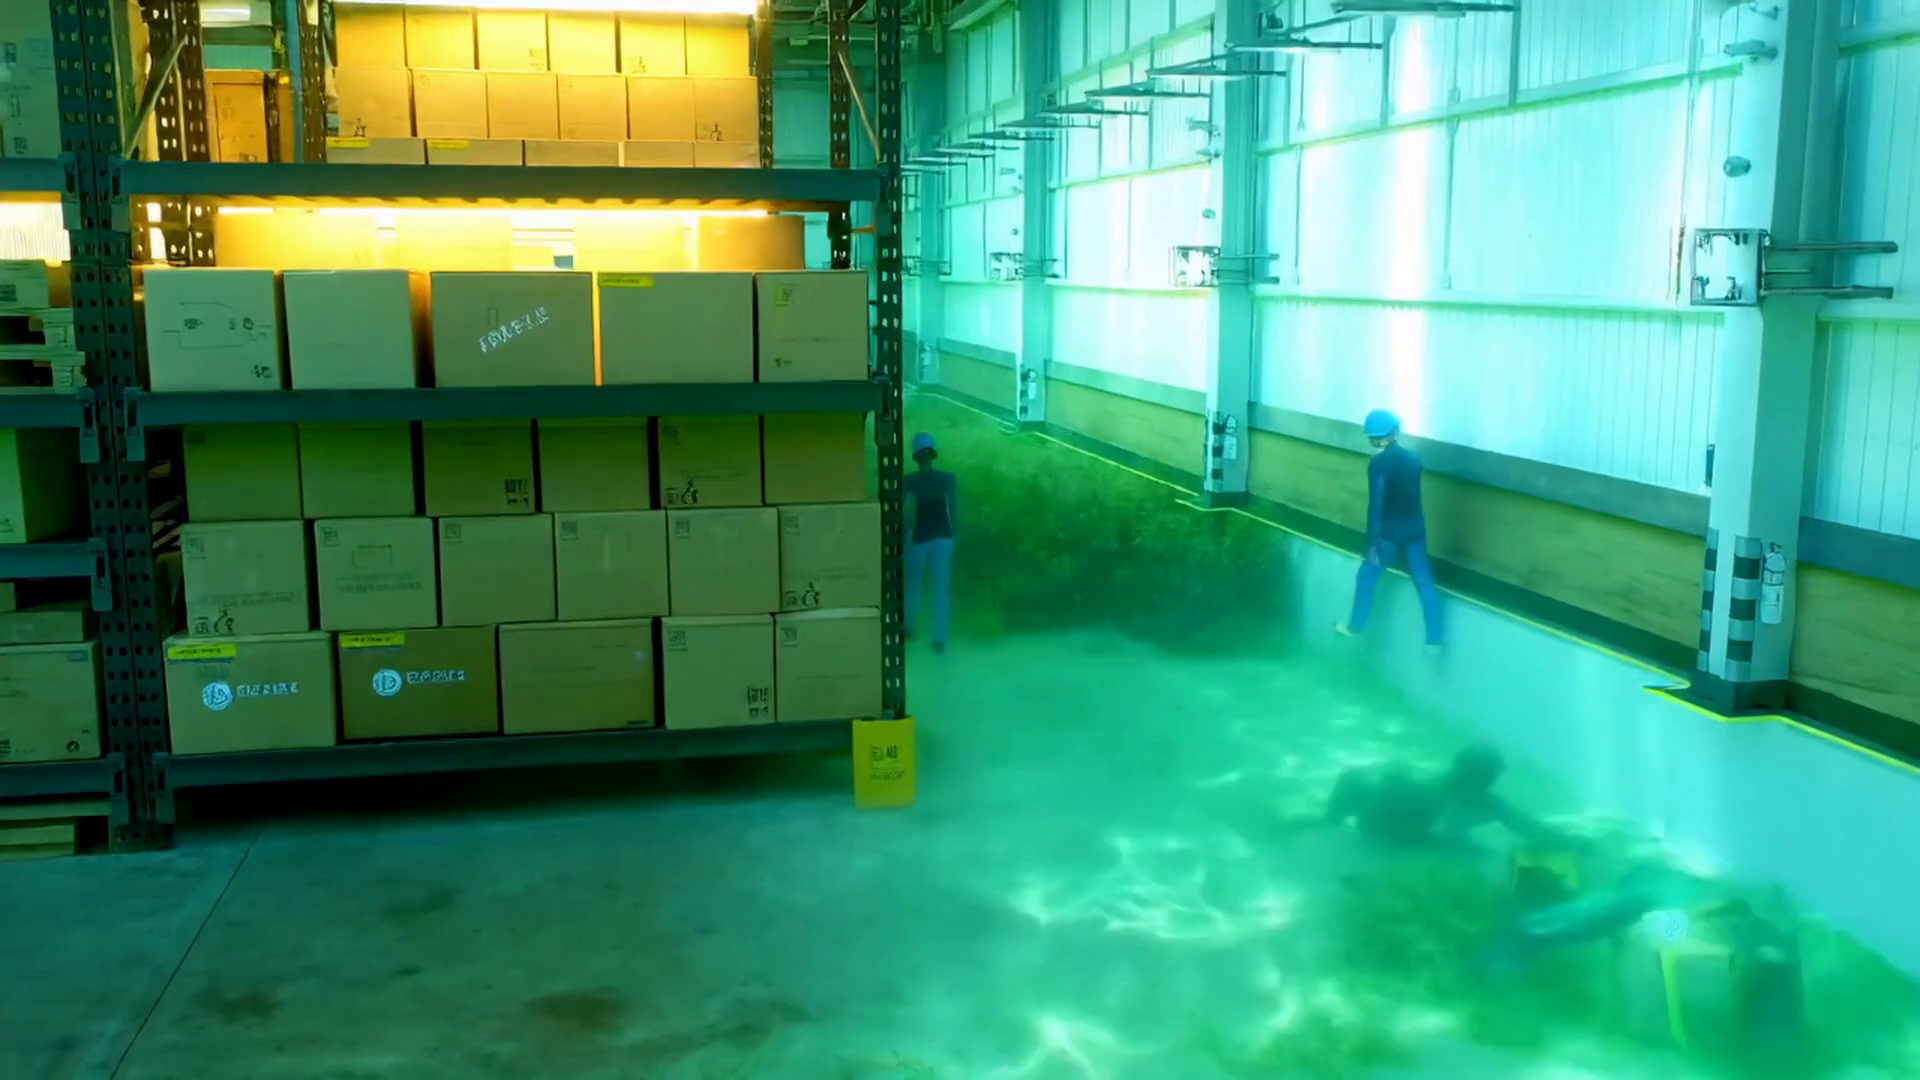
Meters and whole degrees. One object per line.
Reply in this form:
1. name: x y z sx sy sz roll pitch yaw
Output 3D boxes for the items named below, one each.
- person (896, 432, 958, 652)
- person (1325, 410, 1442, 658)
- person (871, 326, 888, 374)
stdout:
1. person: -0.273 -0.002 13.351 0.523 1.720 0.915 -2 10 -11
2. person: 3.394 -0.051 13.074 0.639 1.918 0.904 -6 11 -32
3. person: -1.789 -4.135 38.590 0.562 1.709 0.886 -2 10 -14
